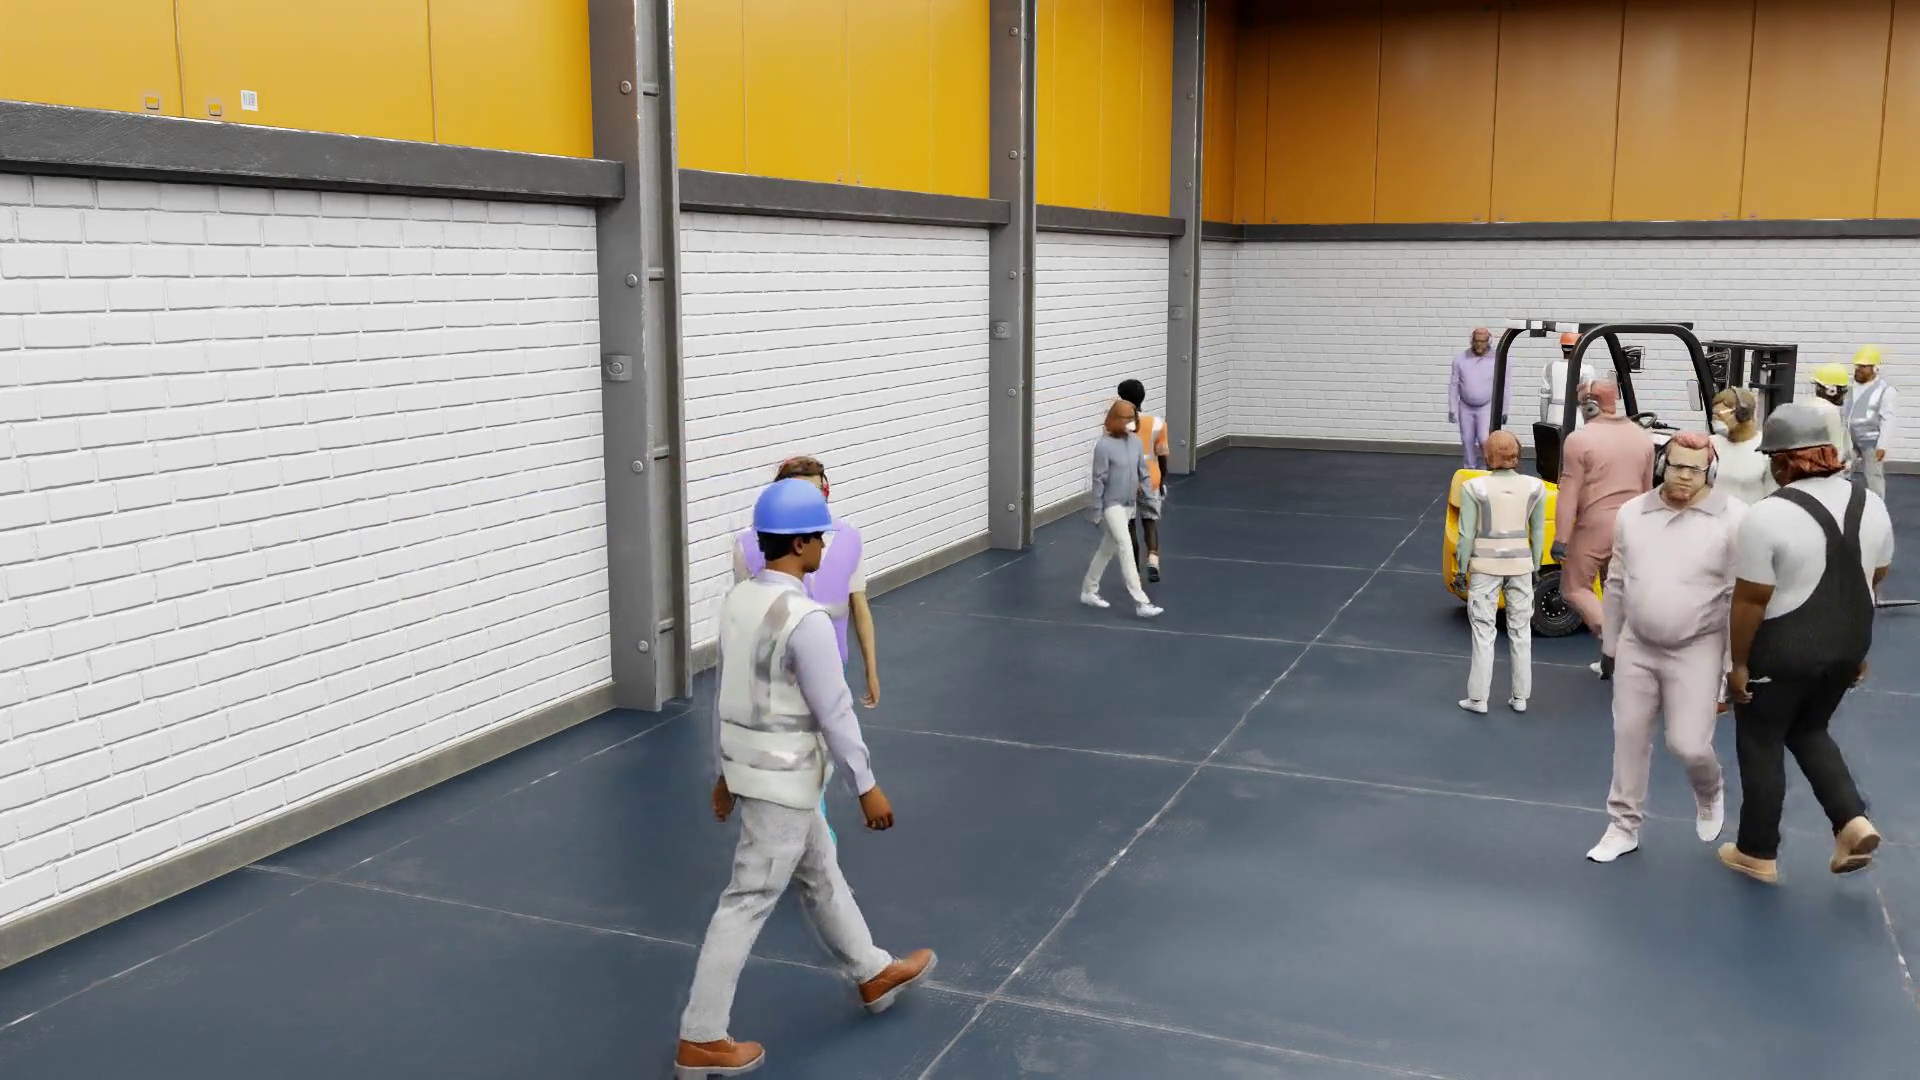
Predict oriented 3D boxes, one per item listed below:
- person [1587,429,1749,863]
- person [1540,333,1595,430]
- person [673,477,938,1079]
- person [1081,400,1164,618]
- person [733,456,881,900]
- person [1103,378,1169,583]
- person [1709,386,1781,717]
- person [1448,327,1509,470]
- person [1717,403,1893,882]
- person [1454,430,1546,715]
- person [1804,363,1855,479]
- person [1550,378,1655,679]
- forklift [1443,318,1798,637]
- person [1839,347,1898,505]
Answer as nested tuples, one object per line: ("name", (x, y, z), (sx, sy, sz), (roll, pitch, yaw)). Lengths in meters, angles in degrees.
("person", (3.063, 0.459, 7.101), (0.561, 1.894, 0.682), (-8, 13, -41))
("person", (6.185, -1.187, 16.943), (0.543, 1.939, 0.360), (7, 12, 37))
("person", (-0.511, 0.746, 5.362), (1.020, 1.889, 0.613), (-5, 10, -26))
("person", (1.194, -0.241, 12.258), (0.851, 1.586, 0.513), (8, 13, 42))
("person", (-0.630, 0.539, 6.921), (0.587, 1.791, 0.961), (-5, 11, -28))
("person", (1.394, -0.443, 13.230), (0.533, 1.678, 0.403), (-1, 9, -3))
("person", (4.524, 0.052, 9.614), (0.914, 1.904, 0.638), (-5, 10, -26))
("person", (5.928, -1.503, 19.058), (0.652, 1.882, 0.506), (5, 11, 30))
("person", (3.444, 0.426, 6.858), (0.696, 2.000, 0.608), (-2, 10, -13))
("person", (3.078, 0.192, 9.504), (0.515, 1.636, 0.315), (-1, 9, -3))
("person", (6.799, -0.515, 13.280), (0.727, 1.806, 0.609), (2, 10, 11))
("person", (3.968, -0.040, 10.162), (0.710, 1.880, 0.556), (-4, 10, -20))
("forklift", (4.706, -0.497, 11.990), (2.313, 2.155, 1.214), (-2, 10, -10))
("person", (8.684, -0.968, 16.084), (0.847, 1.789, 0.616), (-5, 10, -26))
